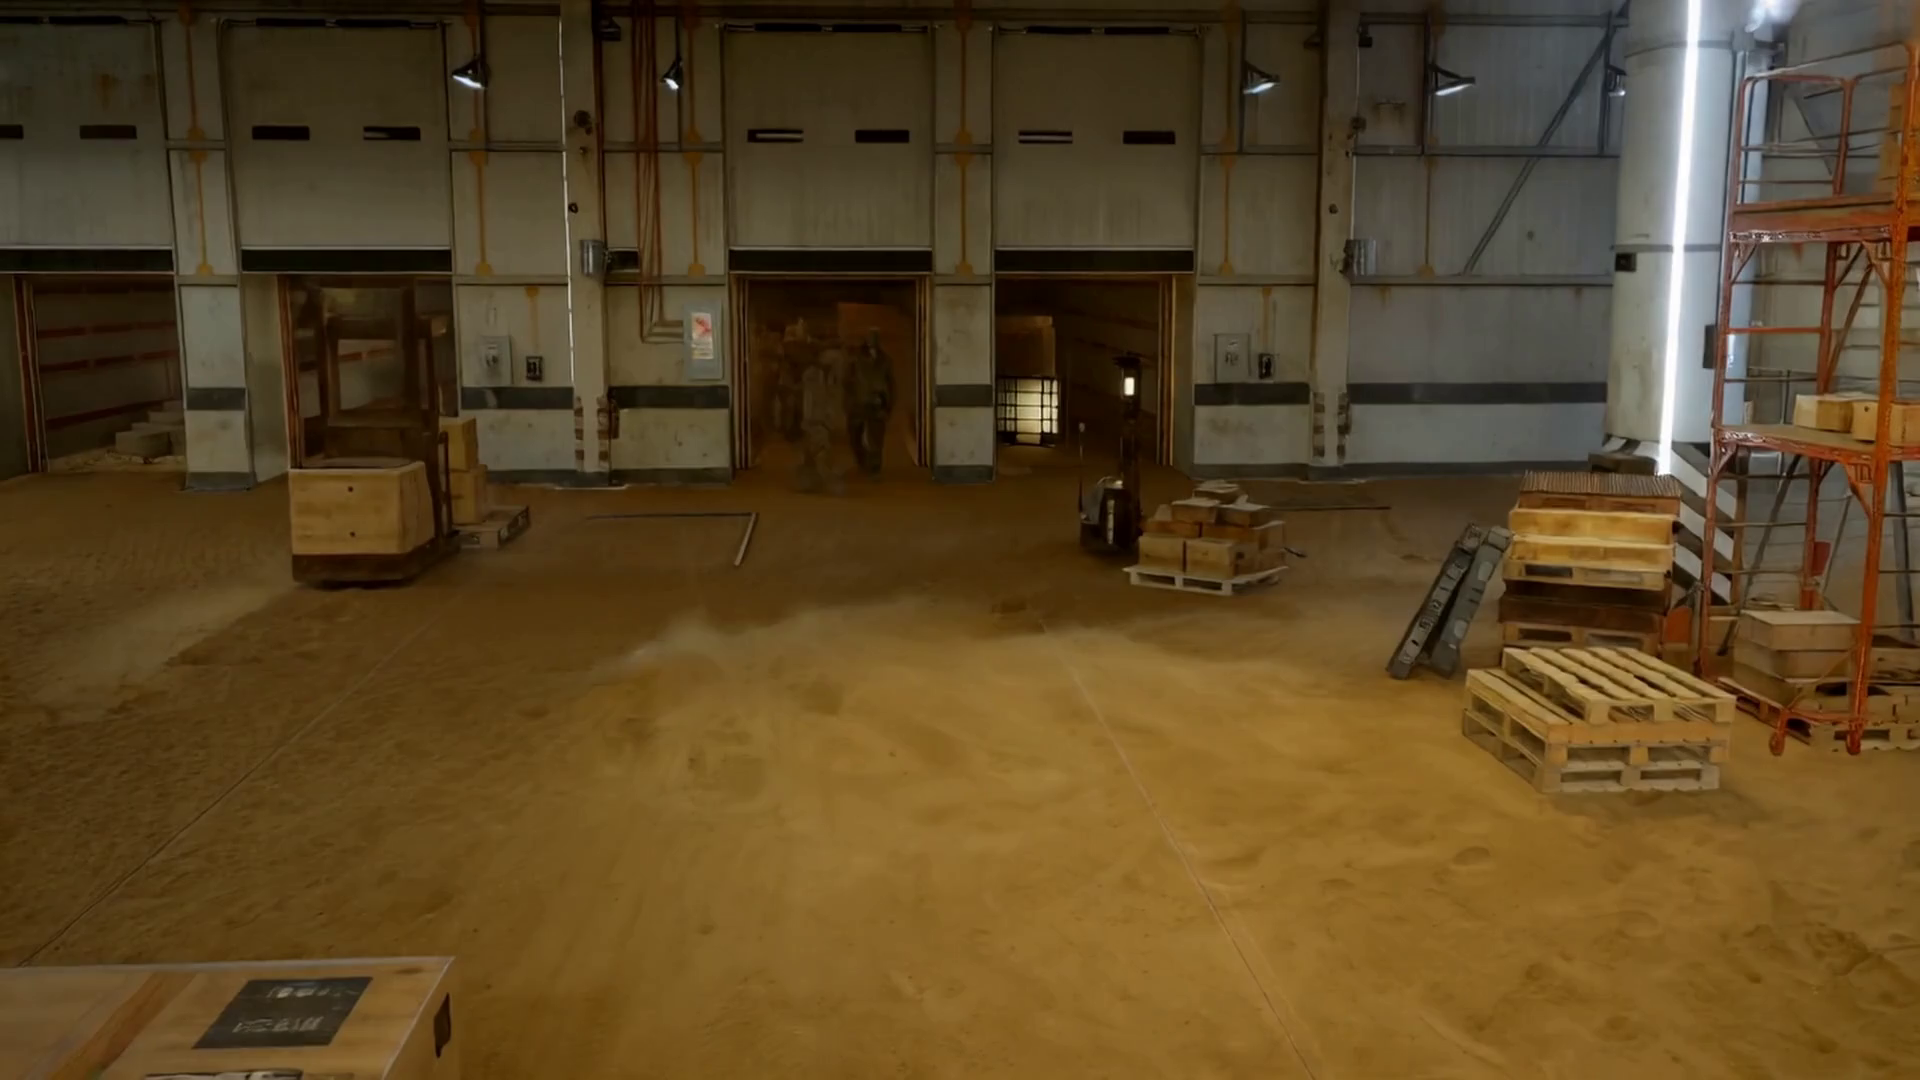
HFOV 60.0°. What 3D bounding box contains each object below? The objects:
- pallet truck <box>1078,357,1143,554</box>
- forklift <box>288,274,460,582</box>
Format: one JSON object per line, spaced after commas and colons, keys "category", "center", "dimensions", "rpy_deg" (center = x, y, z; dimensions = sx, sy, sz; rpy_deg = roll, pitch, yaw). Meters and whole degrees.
{"category": "pallet truck", "center": [2.088, -0.836, 16.757], "dimensions": [1.885, 1.965, 0.823], "rpy_deg": [2, 9, 13]}
{"category": "forklift", "center": [-5.554, -1.101, 15.662], "dimensions": [1.129, 2.768, 1.873], "rpy_deg": [-1, 9, -4]}
